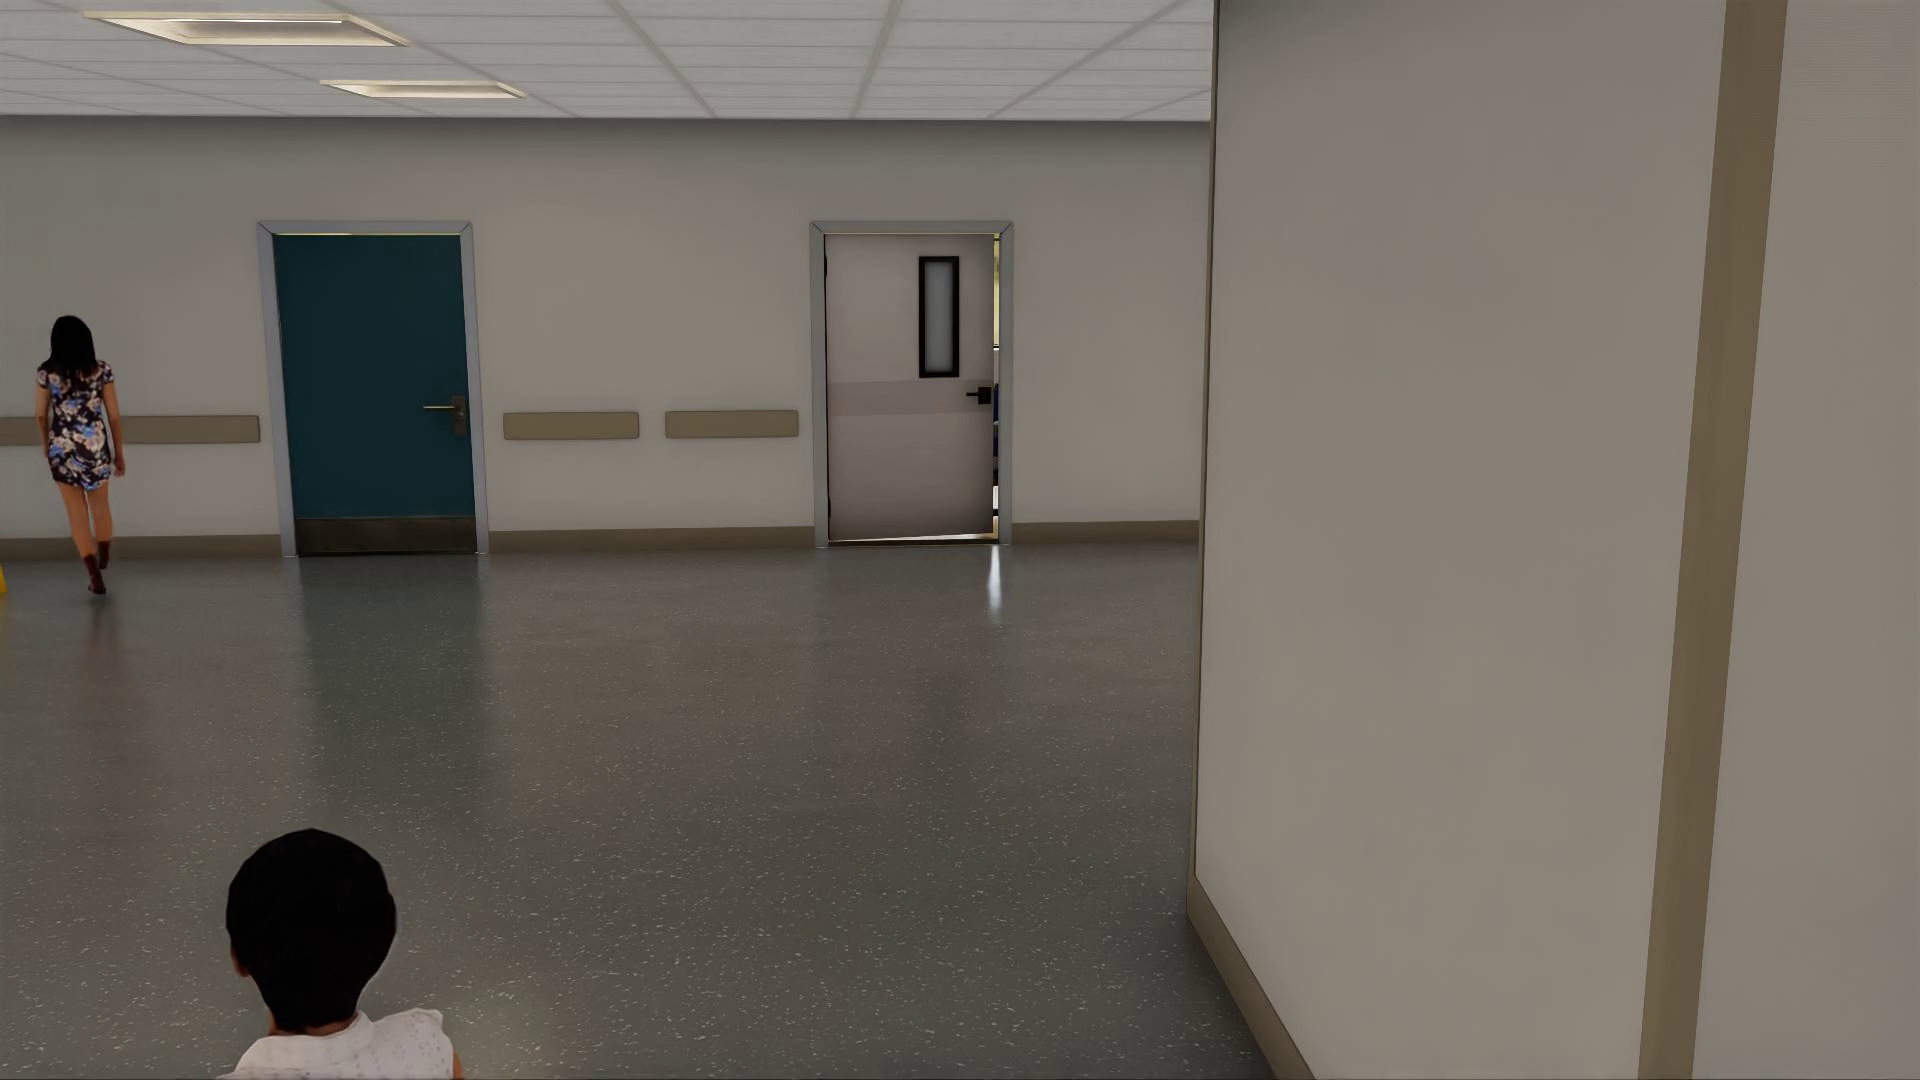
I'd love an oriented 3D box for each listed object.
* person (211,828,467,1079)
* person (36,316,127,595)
[{"bbox_3d":[-0.798,1.119,2.161,0.704,1.555,0.635,10,15,42],"label":"person"},{"bbox_3d":[-5.429,-0.485,10.247,1.122,1.692,1.001,-7,13,-31],"label":"person"}]
